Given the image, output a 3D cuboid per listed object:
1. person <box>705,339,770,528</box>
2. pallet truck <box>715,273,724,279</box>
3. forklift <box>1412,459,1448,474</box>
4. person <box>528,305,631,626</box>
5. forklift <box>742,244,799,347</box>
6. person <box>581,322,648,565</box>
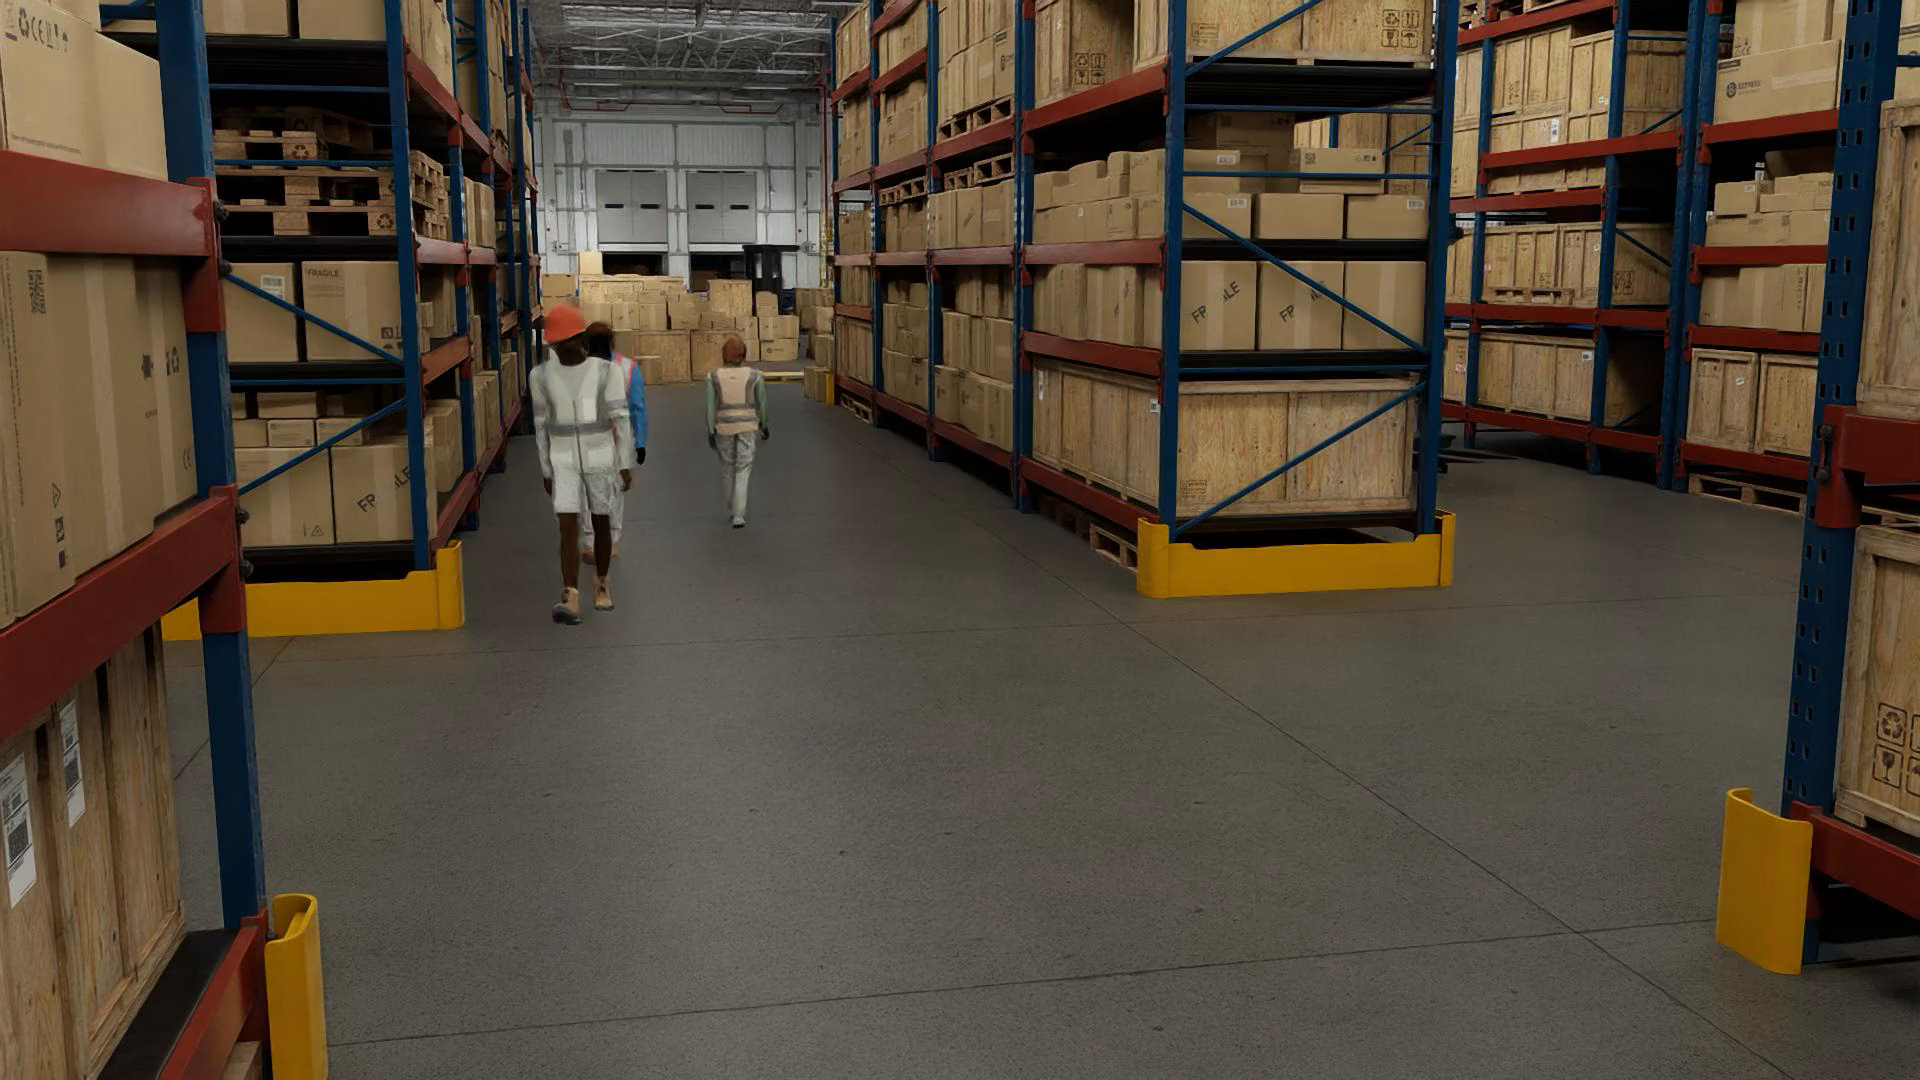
[{"bbox_3d":[-1.917,-0.933,14.405,0.514,1.598,0.848,0,9,3],"label":"person"},{"bbox_3d":[-8.580,-8.986,62.280,1.885,1.965,0.823,1,9,5],"label":"pallet truck"},{"bbox_3d":[4.180,-2.136,17.845,1.129,2.768,1.873,-6,11,-32],"label":"forklift"},{"bbox_3d":[-2.376,-0.465,10.391,0.634,1.968,1.060,-1,9,-7],"label":"person"},{"bbox_3d":[-5.434,-6.559,44.801,1.873,2.768,1.129,-9,13,-44],"label":"forklift"},{"bbox_3d":[-2.666,-0.712,12.435,0.660,1.799,0.918,-2,10,-11],"label":"person"}]
